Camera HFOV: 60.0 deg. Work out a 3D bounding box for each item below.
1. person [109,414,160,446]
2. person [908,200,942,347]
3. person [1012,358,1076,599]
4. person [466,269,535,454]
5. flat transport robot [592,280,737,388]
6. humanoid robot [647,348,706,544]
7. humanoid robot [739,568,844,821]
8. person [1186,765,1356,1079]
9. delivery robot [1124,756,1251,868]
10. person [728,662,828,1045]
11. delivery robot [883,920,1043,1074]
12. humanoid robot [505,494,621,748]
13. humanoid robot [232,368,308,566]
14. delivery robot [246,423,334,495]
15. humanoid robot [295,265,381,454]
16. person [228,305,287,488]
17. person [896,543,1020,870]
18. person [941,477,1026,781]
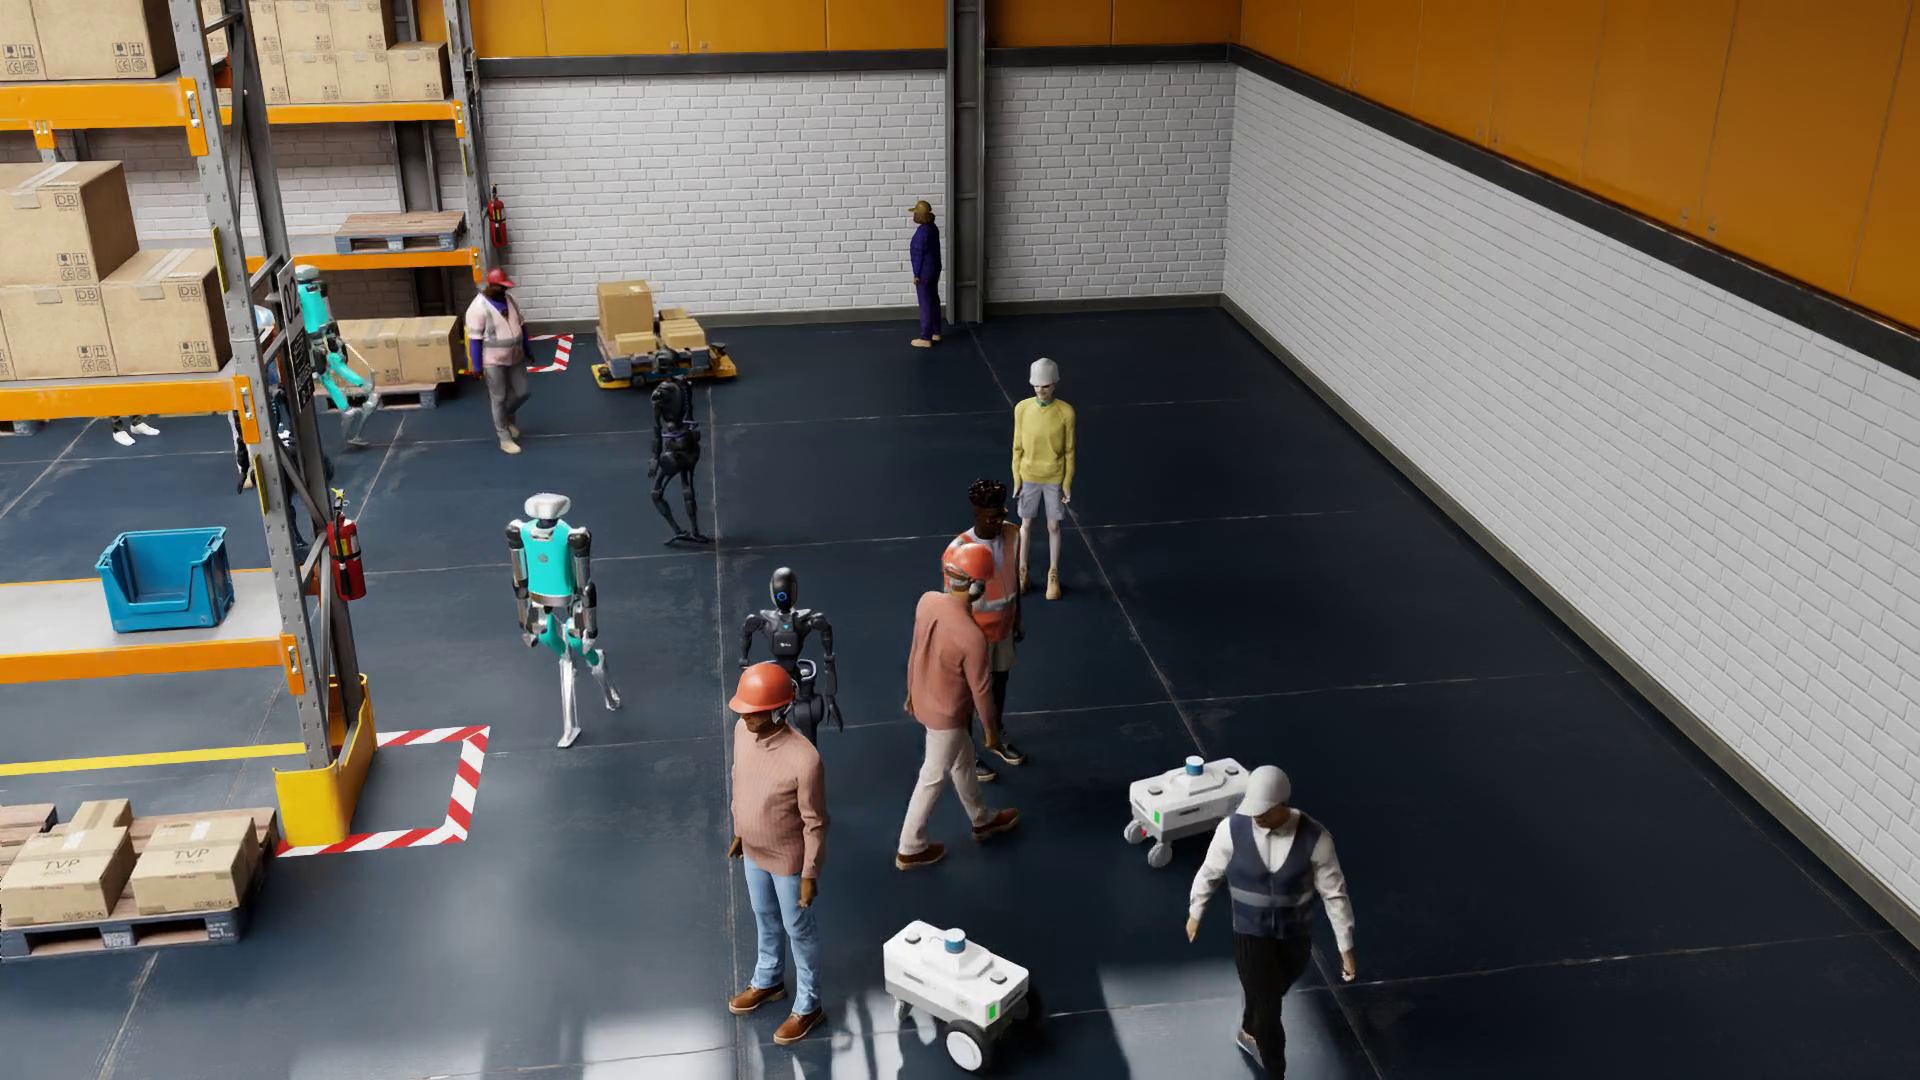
[{"bbox_3d":[-7.896,-1.831,15.578,0.329,1.873,0.511,9,25,20],"label":"person"},{"bbox_3d":[-0.400,-2.964,18.472,0.362,1.619,0.450,9,25,19],"label":"person"},{"bbox_3d":[0.622,-0.464,12.440,0.471,1.891,0.400,5,24,10],"label":"person"},{"bbox_3d":[-4.233,-1.660,15.365,0.429,1.732,0.660,17,29,34],"label":"person"},{"bbox_3d":[-3.137,-1.843,17.596,1.431,0.231,0.659,-8,25,-17],"label":"flat transport robot"},{"bbox_3d":[-2.271,-0.748,13.341,0.374,1.648,0.585,9,25,20],"label":"humanoid robot"},{"bbox_3d":[-0.974,0.915,9.554,0.602,1.652,0.328,-2,24,-5],"label":"humanoid robot"},{"bbox_3d":[1.395,1.785,7.529,0.687,1.714,0.655,-2,24,-4],"label":"person"},{"bbox_3d":[1.346,1.522,9.571,0.791,0.592,0.499,-10,26,-22],"label":"delivery robot"},{"bbox_3d":[-0.878,1.472,7.899,0.610,1.995,0.376,22,32,40],"label":"person"},{"bbox_3d":[0.004,2.170,8.097,0.766,0.594,0.523,16,29,33],"label":"delivery robot"},{"bbox_3d":[-2.440,0.472,10.591,0.550,1.849,0.859,5,24,10],"label":"humanoid robot"},{"bbox_3d":[-5.378,-0.599,13.020,0.387,1.646,0.590,14,27,29],"label":"humanoid robot"},{"bbox_3d":[-5.996,-0.754,14.722,0.739,0.564,0.499,14,27,29],"label":"delivery robot"},{"bbox_3d":[-5.677,-1.596,15.307,0.813,1.844,0.554,6,24,12],"label":"humanoid robot"},{"bbox_3d":[-6.214,-1.373,14.570,0.633,1.841,0.429,-15,28,-31],"label":"person"},{"bbox_3d":[0.018,0.920,9.226,0.919,1.930,0.621,-11,26,-24],"label":"person"},{"bbox_3d":[0.155,0.529,10.098,0.604,1.961,0.377,-21,32,-40],"label":"person"}]
